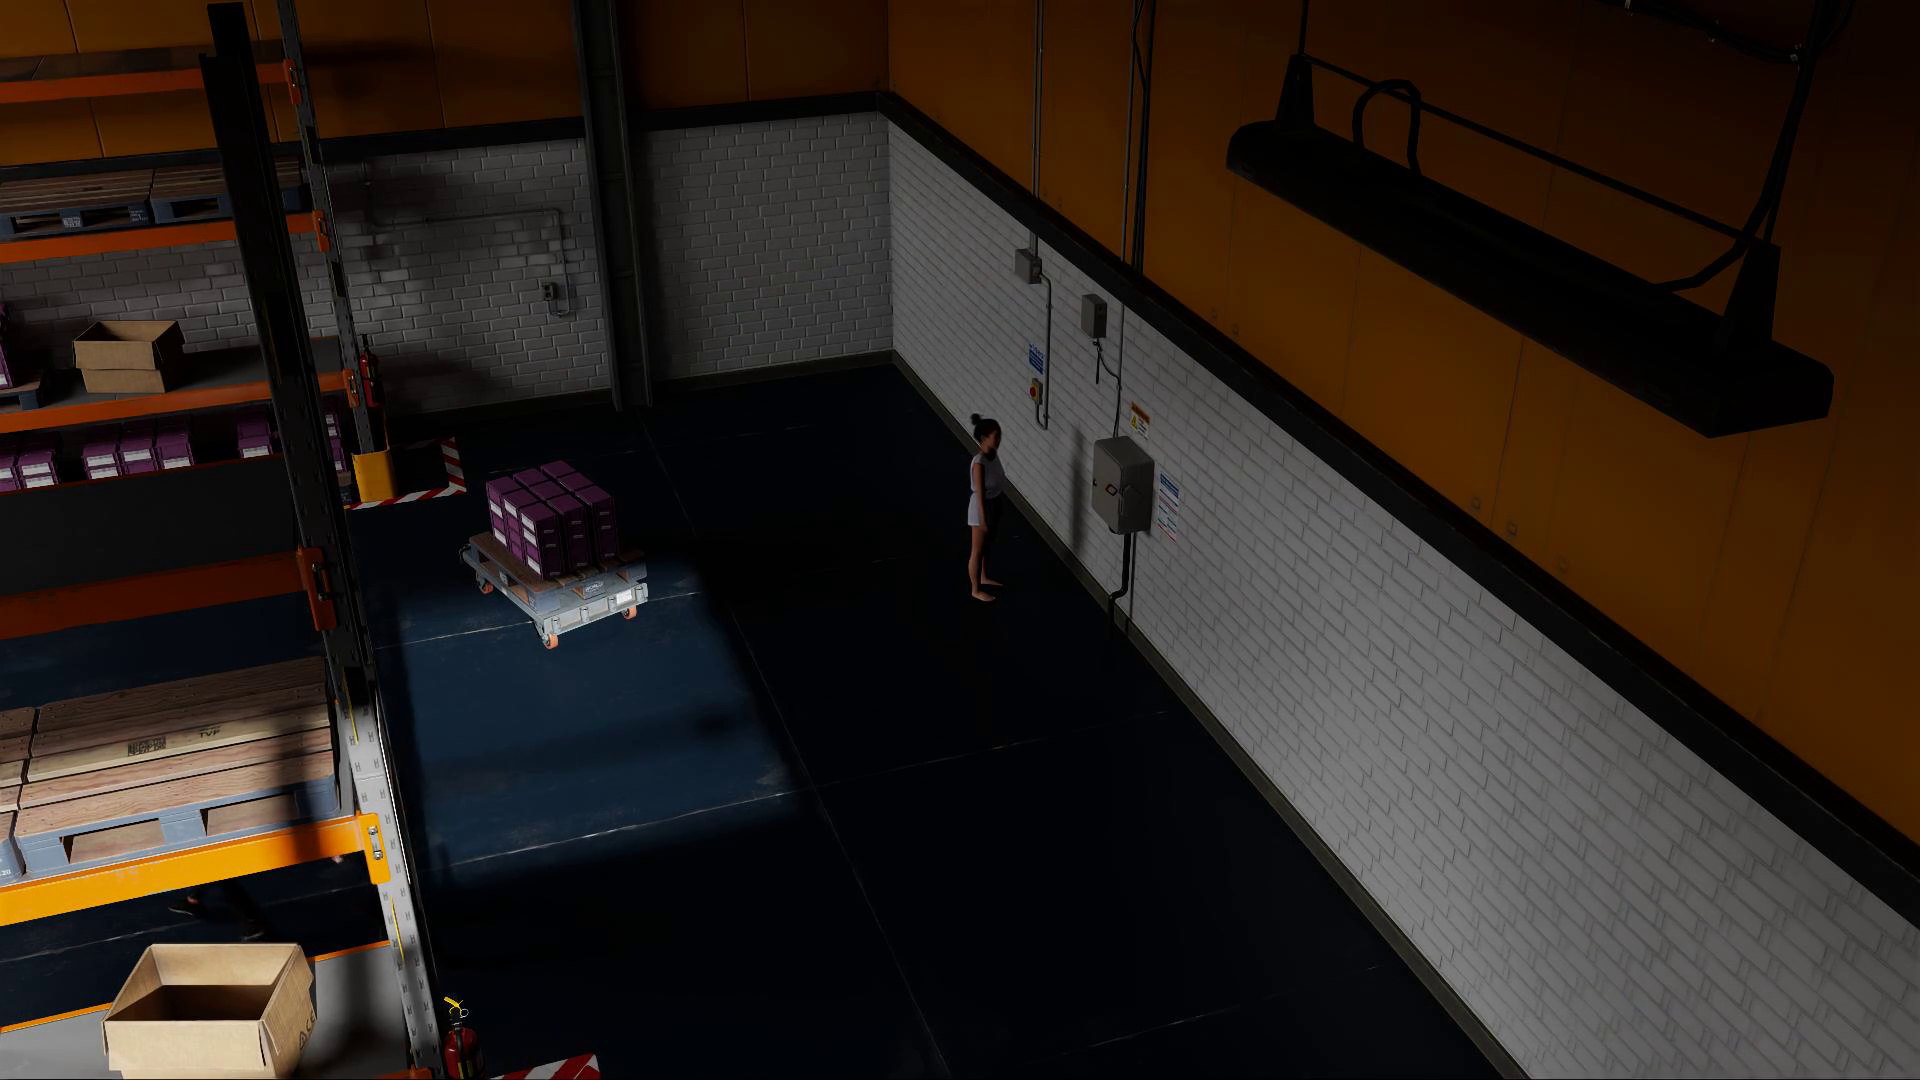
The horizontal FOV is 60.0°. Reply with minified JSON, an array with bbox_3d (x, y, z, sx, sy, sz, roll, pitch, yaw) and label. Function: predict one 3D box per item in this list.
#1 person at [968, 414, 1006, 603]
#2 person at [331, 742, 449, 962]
[{"bbox_3d":[0.211,-0.288,13.957,0.694,1.633,0.649,10,30,17],"label":"person"},{"bbox_3d":[-3.444,1.816,10.014,1.172,1.716,1.127,14,31,23],"label":"person"}]
